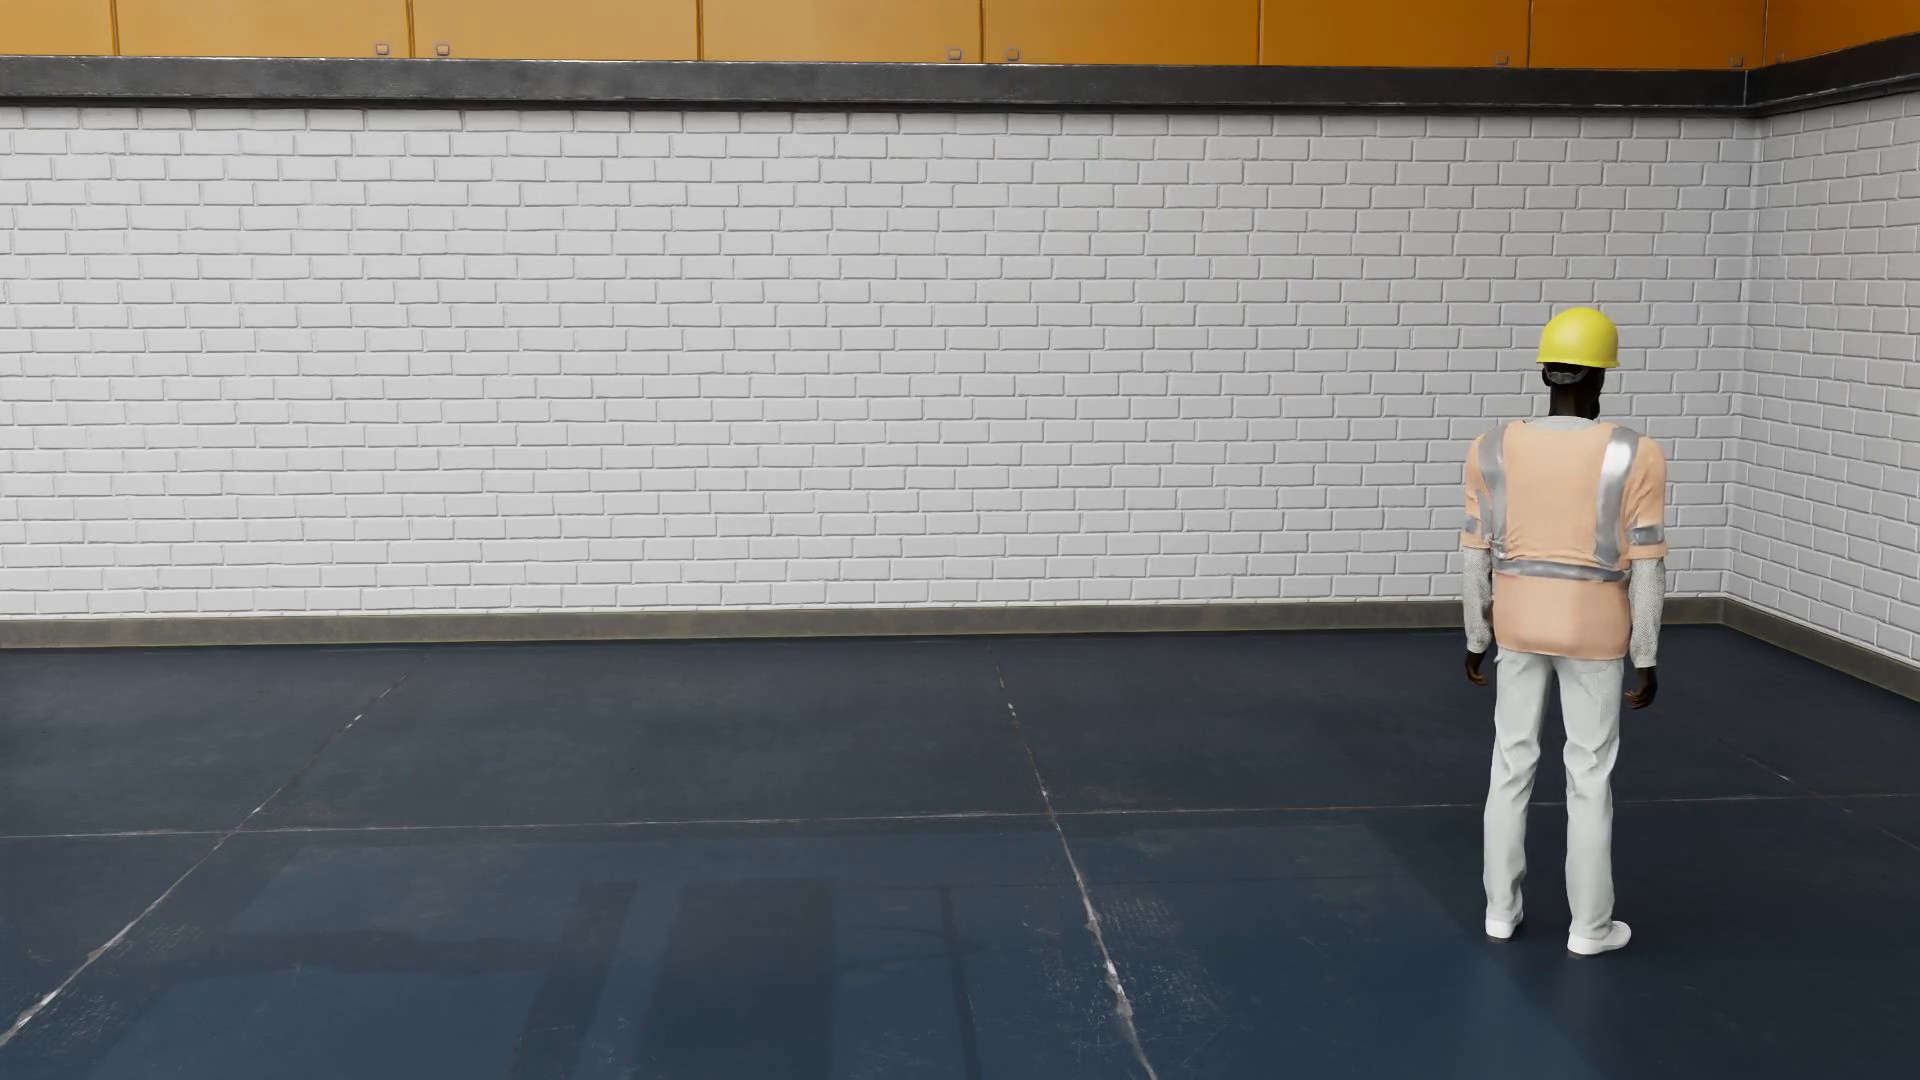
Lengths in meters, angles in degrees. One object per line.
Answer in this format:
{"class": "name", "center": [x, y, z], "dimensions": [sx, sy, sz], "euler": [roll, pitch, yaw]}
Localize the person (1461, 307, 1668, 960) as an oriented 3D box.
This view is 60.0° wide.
{"class": "person", "center": [1.787, 0.279, 4.956], "dimensions": [0.586, 1.928, 0.369], "euler": [6, 11, 35]}
